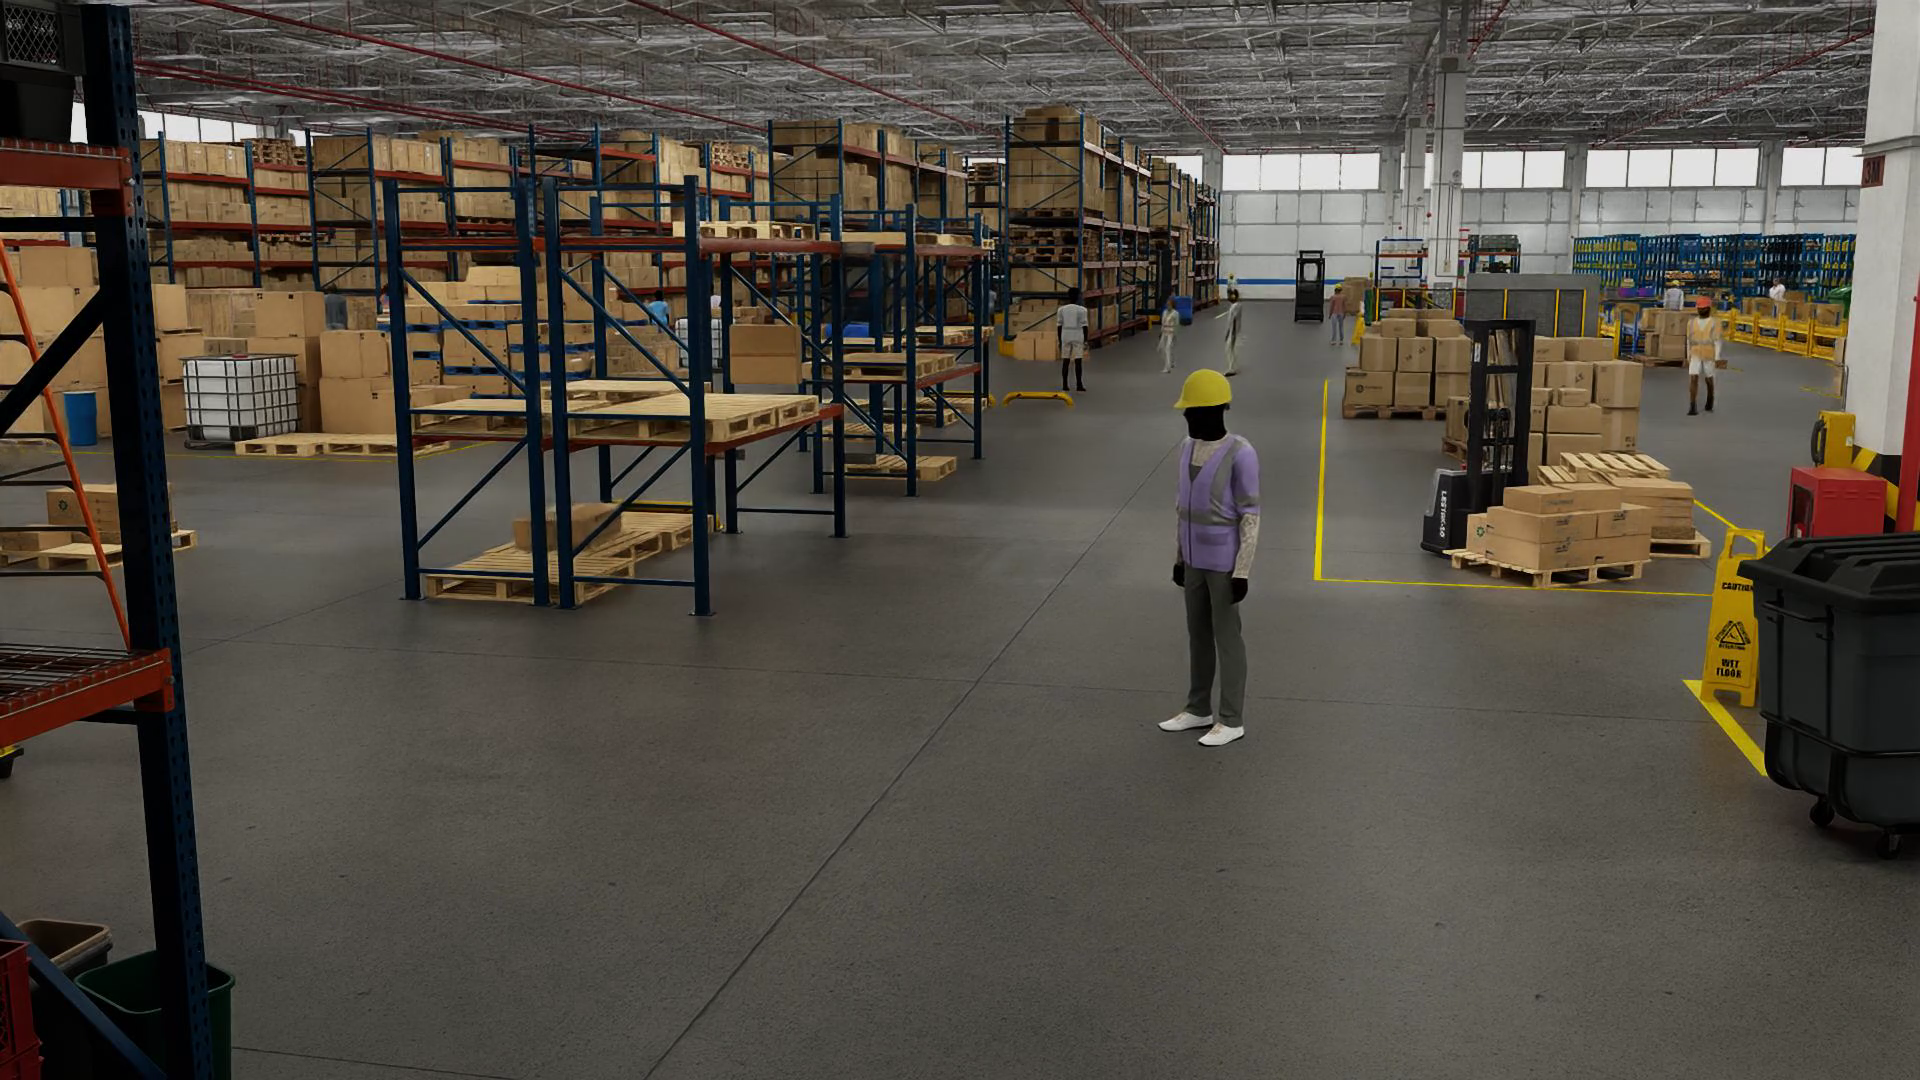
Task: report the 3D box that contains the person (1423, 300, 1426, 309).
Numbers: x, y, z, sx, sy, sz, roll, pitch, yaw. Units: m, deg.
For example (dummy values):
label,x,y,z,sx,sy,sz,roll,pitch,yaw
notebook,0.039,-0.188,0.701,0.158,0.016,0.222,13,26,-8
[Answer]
label,x,y,z,sx,sy,sz,roll,pitch,yaw
person,15.799,-7.803,56.126,0.279,1.624,0.494,-6,11,-32

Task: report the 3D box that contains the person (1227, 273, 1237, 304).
label,x,y,z,sx,sy,sz,roll,pitch,yaw
person,14.846,-13.687,90.675,0.547,1.707,0.928,2,10,11

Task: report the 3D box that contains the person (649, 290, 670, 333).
label,x,y,z,sx,sy,sz,roll,pitch,yaw
person,-7.590,-5.454,42.001,0.531,1.698,0.320,-1,10,-5

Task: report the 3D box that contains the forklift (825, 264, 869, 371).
label,x,y,z,sx,sy,sz,roll,pitch,yaw
forklift,-2.213,-5.056,36.147,1.129,2.768,1.873,2,10,12

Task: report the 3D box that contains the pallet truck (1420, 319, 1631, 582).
label,x,y,z,sx,sy,sz,roll,pitch,yaw
pallet truck,4.543,-0.757,13.299,0.823,1.965,1.885,-4,10,-22

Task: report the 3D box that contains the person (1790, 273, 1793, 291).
label,x,y,z,sx,sy,sz,roll,pitch,yaw
person,39.862,-11.879,79.641,0.588,1.835,0.404,-3,10,-20

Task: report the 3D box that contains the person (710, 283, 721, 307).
label,x,y,z,sx,sy,sz,roll,pitch,yaw
person,-6.013,-5.231,40.094,0.602,1.905,0.410,0,10,1

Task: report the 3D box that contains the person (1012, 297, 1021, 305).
label,x,y,z,sx,sy,sz,roll,pitch,yaw
person,1.948,-8.361,58.217,0.403,2.036,0.619,-3,10,-16

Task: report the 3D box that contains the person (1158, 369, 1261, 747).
label,x,y,z,sx,sy,sz,roll,pitch,yaw
person,1.275,0.092,8.498,0.386,1.920,0.590,-5,11,-28

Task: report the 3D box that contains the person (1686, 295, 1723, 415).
label,x,y,z,sx,sy,sz,roll,pitch,yaw
person,11.885,-2.954,26.564,0.549,1.919,0.771,7,12,35

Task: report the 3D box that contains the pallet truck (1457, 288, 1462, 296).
label,x,y,z,sx,sy,sz,roll,pitch,yaw
pallet truck,20.506,-9.785,68.819,0.653,1.274,1.630,2,10,12

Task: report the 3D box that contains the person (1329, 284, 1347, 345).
label,x,y,z,sx,sy,sz,roll,pitch,yaw
person,10.977,-6.567,48.390,0.533,1.768,0.310,-2,10,-13

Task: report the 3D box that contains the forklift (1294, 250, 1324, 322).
label,x,y,z,sx,sy,sz,roll,pitch,yaw
forklift,13.778,-10.002,65.433,1.129,2.768,1.873,2,10,12

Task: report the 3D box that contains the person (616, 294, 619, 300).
label,x,y,z,sx,sy,sz,roll,pitch,yaw
person,-8.472,-5.246,40.969,0.526,1.631,0.313,0,10,3

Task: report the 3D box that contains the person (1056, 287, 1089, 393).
label,x,y,z,sx,sy,sz,roll,pitch,yaw
person,2.101,-3.714,30.896,0.613,1.964,0.361,4,10,22

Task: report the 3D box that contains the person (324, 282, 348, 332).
label,x,y,z,sx,sy,sz,roll,pitch,yaw
person,-14.452,-4.969,38.414,0.627,1.941,0.370,-1,10,-8

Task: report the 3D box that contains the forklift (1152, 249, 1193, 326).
label,x,y,z,sx,sy,sz,roll,pitch,yaw
forklift,7.646,-9.320,61.395,1.873,2.768,1.129,2,10,11

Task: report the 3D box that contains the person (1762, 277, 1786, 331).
label,x,y,z,sx,sy,sz,roll,pitch,yaw
person,28.006,-8.083,57.020,0.860,1.881,0.640,-4,10,-21

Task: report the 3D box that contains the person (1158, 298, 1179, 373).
label,x,y,z,sx,sy,sz,roll,pitch,yaw
person,4.524,-4.456,36.273,0.406,1.623,0.544,-7,12,-35

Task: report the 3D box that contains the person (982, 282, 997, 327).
label,x,y,z,sx,sy,sz,roll,pitch,yaw
person,1.034,-8.175,58.194,0.532,1.667,0.771,1,10,8

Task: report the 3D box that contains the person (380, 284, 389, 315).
label,x,y,z,sx,sy,sz,roll,pitch,yaw
person,-15.137,-5.846,43.961,0.661,1.815,0.784,3,10,18

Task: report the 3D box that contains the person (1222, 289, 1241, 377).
label,x,y,z,sx,sy,sz,roll,pitch,yaw
person,5.699,-4.343,34.958,0.395,1.862,0.536,3,10,16

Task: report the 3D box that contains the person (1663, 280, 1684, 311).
label,x,y,z,sx,sy,sz,roll,pitch,yaw
person,23.455,-7.639,54.691,0.595,1.794,0.919,4,10,21
